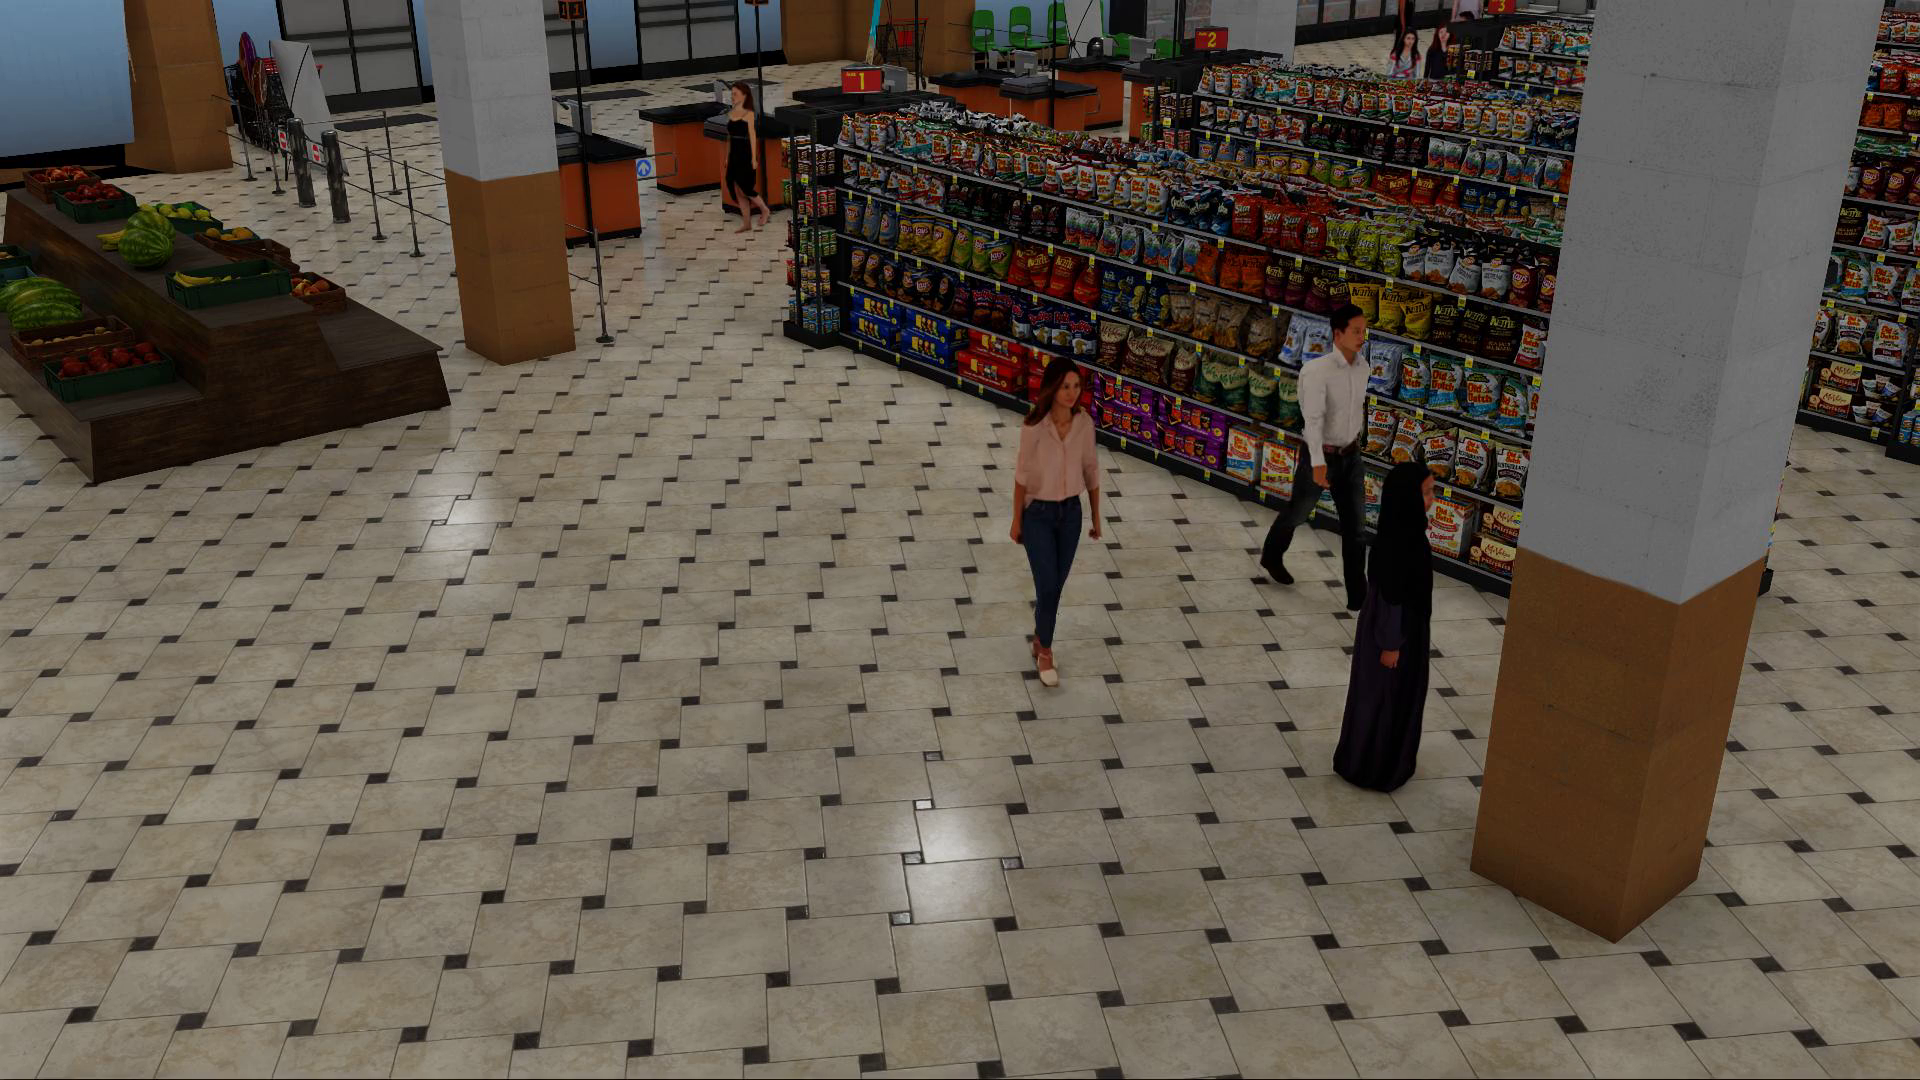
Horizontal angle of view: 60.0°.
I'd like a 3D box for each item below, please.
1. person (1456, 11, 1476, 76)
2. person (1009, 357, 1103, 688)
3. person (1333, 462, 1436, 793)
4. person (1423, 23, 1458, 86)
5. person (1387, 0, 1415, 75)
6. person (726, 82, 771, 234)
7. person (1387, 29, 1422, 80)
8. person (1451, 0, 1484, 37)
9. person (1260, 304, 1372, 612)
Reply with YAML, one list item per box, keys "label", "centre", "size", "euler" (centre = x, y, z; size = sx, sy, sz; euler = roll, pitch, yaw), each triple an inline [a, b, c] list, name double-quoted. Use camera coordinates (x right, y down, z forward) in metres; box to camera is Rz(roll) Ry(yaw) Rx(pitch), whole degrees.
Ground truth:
- label: "person"
  centre: [6.897, -6.179, 22.519]
  size: [0.937, 1.819, 1.146]
  euler: [-12, 26, -25]
- label: "person"
  centre: [0.447, -0.136, 8.769]
  size: [0.730, 1.771, 0.793]
  euler: [-9, 25, -20]
- label: "person"
  centre: [2.018, 0.386, 7.771]
  size: [0.735, 1.616, 0.702]
  euler: [10, 26, 22]
- label: "person"
  centre: [6.338, -5.909, 21.971]
  size: [1.137, 1.764, 0.979]
  euler: [10, 25, 21]
- label: "person"
  centre: [7.708, -9.038, 29.263]
  size: [0.821, 1.651, 0.718]
  euler: [14, 27, 29]
- label: "person"
  centre: [-2.307, -4.193, 18.237]
  size: [0.637, 1.615, 0.649]
  euler: [-21, 31, -39]
- label: "person"
  centre: [6.036, -6.148, 22.721]
  size: [0.853, 1.600, 0.892]
  euler: [7, 25, 15]
- label: "person"
  centre: [8.851, -9.078, 29.136]
  size: [0.883, 1.826, 0.944]
  euler: [2, 24, 4]
- label: "person"
  centre: [2.038, -0.473, 9.550]
  size: [0.795, 1.763, 1.228]
  euler: [-14, 27, -28]
